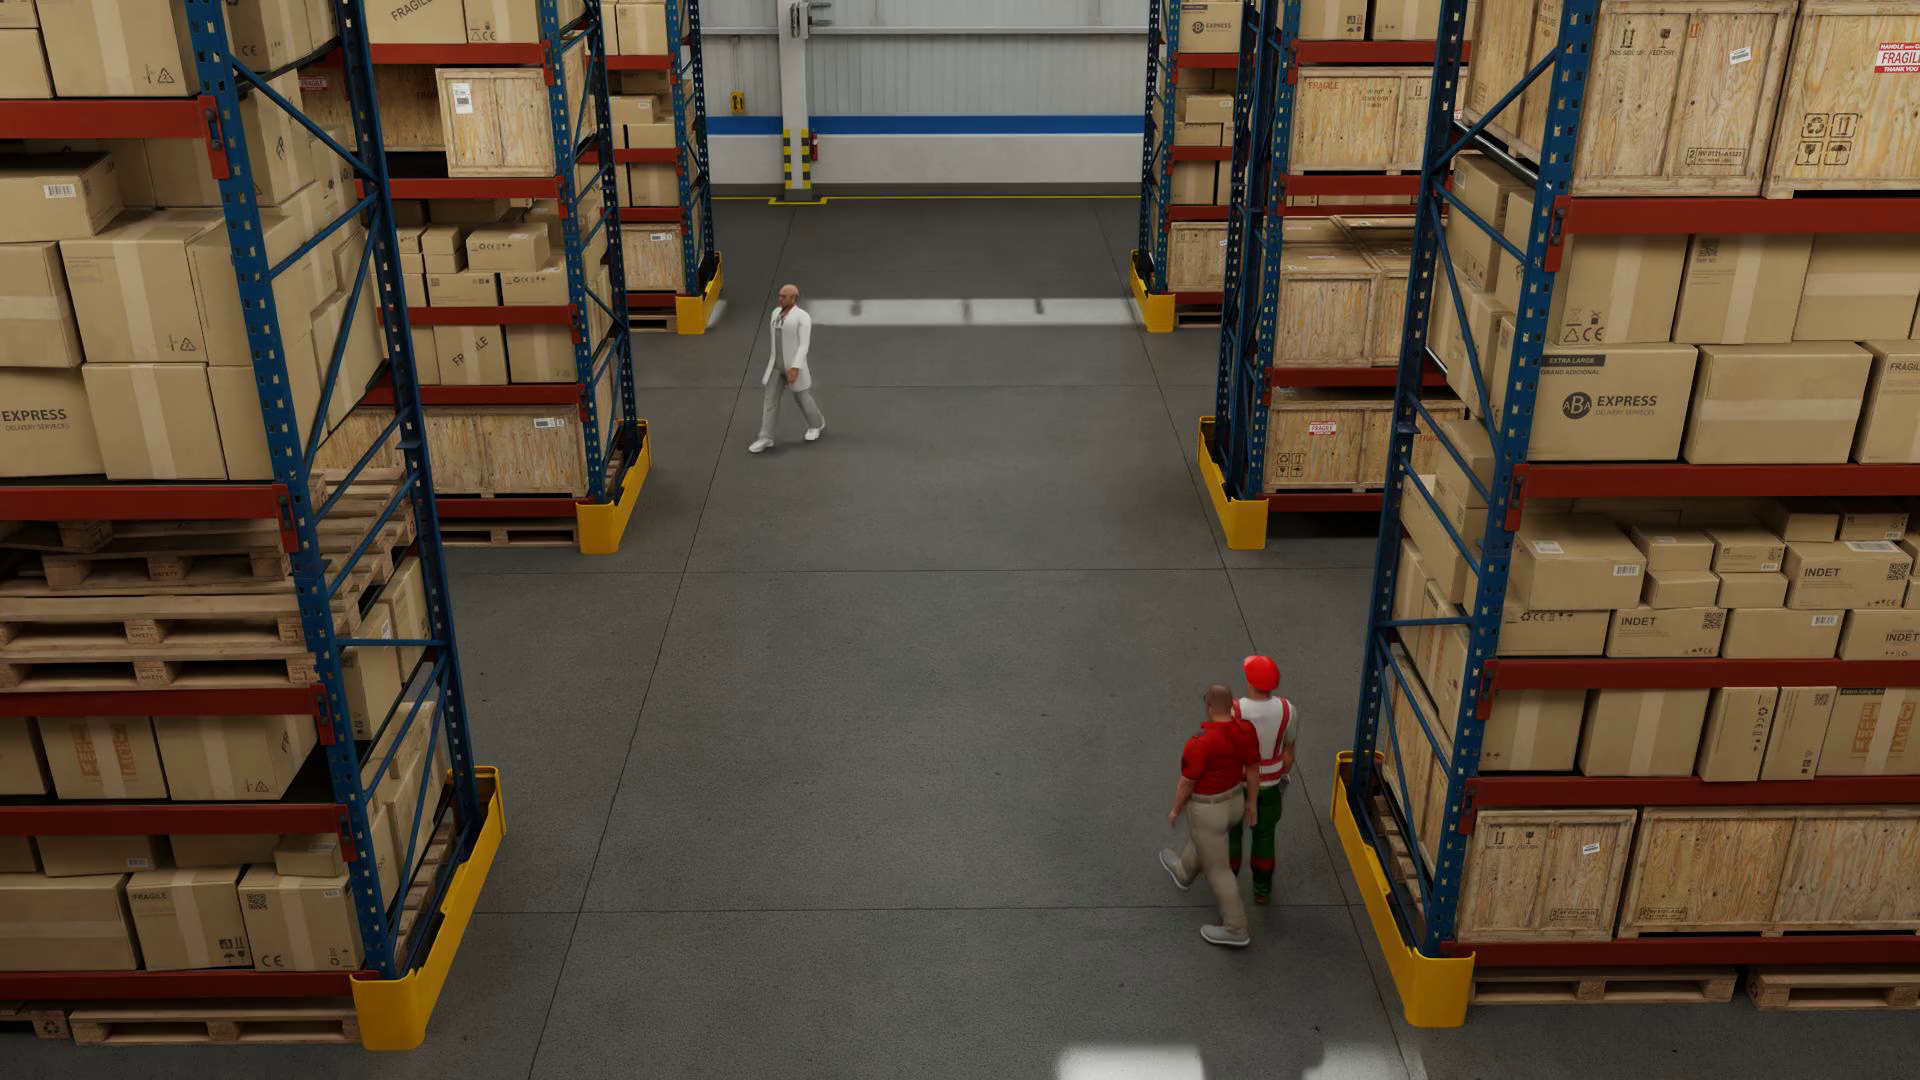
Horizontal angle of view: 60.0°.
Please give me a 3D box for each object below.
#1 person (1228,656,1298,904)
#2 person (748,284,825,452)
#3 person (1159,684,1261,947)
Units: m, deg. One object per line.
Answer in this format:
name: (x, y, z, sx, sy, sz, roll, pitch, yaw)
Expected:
person: (1.839, 1.510, 10.572, 0.548, 1.793, 0.355, -1, 25, -2)
person: (-1.875, -1.855, 17.853, 0.572, 1.755, 1.004, 15, 29, 29)
person: (1.530, 1.636, 10.414, 0.518, 1.690, 0.960, -21, 32, -37)
